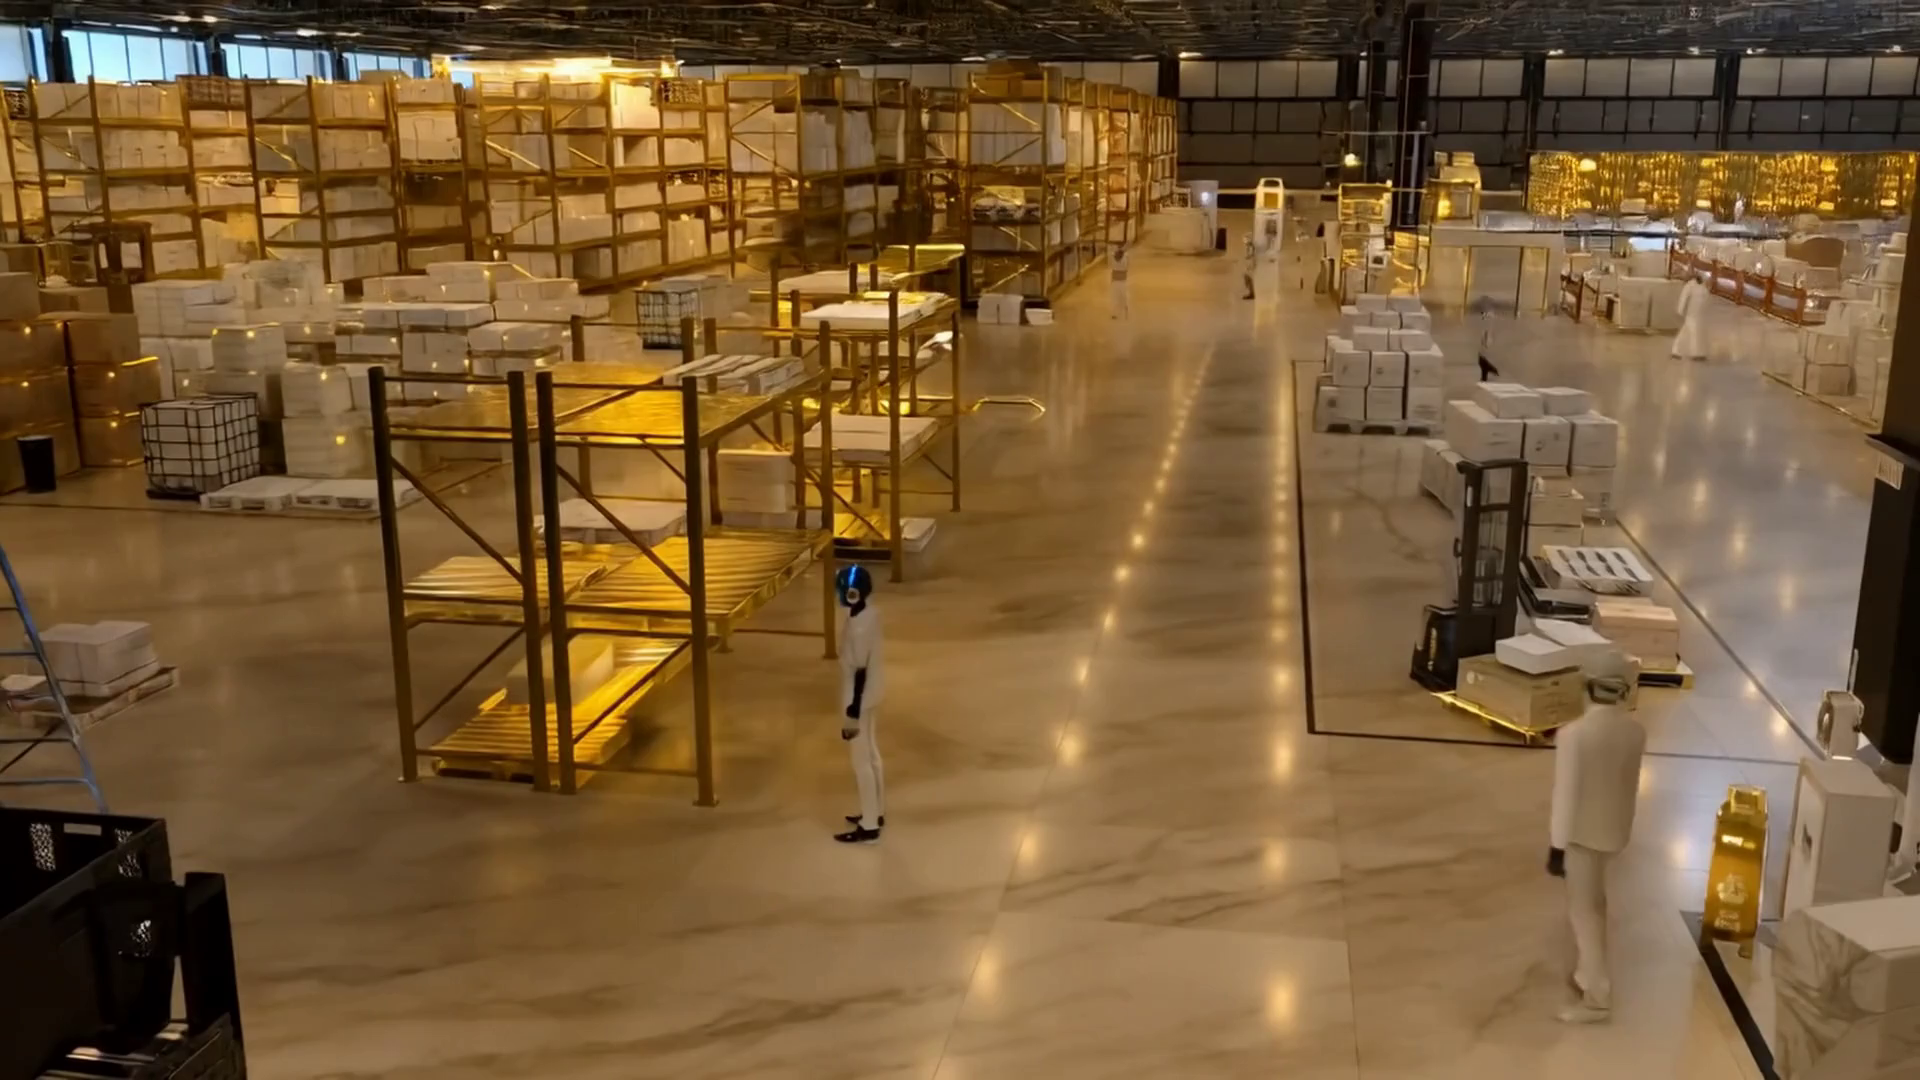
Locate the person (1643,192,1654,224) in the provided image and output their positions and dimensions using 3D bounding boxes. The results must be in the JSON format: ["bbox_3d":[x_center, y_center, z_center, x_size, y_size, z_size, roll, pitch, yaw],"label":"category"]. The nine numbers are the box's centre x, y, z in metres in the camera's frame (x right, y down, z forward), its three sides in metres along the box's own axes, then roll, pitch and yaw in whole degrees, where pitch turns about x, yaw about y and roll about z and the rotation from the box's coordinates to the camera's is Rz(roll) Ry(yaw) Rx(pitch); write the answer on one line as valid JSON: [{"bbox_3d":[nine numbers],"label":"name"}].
[{"bbox_3d":[33.427,-16.067,80.690,0.776,1.802,0.587,-2,14,-7],"label":"person"}]

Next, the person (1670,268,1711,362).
[{"bbox_3d":[14.930,-4.568,33.794,0.655,1.883,0.944,-9,17,-33],"label":"person"}]

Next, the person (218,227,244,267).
[{"bbox_3d":[-21.245,-8.173,48.500,0.656,1.859,0.991,-4,14,-17],"label":"person"}]

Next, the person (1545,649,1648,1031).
[{"bbox_3d":[3.372,1.572,8.766,0.686,1.949,0.584,-9,16,-31],"label":"person"}]

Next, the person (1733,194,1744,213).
[{"bbox_3d":[33.947,-14.143,72.631,0.406,1.906,0.654,3,14,10],"label":"person"}]

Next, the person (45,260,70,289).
[{"bbox_3d":[-18.667,-4.788,34.467,0.395,1.990,0.625,3,14,10],"label":"person"}]

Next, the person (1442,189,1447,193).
[{"bbox_3d":[24.249,-16.676,83.264,0.741,1.730,0.565,-6,15,-23],"label":"person"}]

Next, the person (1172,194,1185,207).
[{"bbox_3d":[9.971,-14.991,76.332,0.716,1.782,0.450,-2,14,-7],"label":"person"}]

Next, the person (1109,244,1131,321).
[{"bbox_3d":[3.960,-6.397,41.206,0.591,1.893,0.866,5,15,21],"label":"person"}]

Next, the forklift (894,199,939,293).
[{"bbox_3d":[-1.258,-7.708,44.499,1.129,2.768,1.873,3,14,10],"label":"forklift"}]

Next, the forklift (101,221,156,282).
[{"bbox_3d":[-16.772,-5.071,33.793,1.129,2.768,1.873,3,14,10],"label":"forklift"}]

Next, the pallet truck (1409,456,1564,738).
[{"bbox_3d":[4.504,0.400,13.395,0.823,1.965,1.885,-6,15,-23],"label":"pallet truck"}]

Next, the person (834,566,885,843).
[{"bbox_3d":[-0.669,1.077,10.921,0.312,1.865,0.537,3,14,10],"label":"person"}]

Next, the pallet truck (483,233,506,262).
[{"bbox_3d":[-11.832,-7.026,43.548,1.885,1.965,0.823,8,16,28],"label":"pallet truck"}]

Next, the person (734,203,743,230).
[{"bbox_3d":[-8.585,-12.257,65.054,0.782,1.877,0.645,3,14,10],"label":"person"}]

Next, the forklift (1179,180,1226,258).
[{"bbox_3d":[9.039,-11.870,61.394,1.129,2.768,1.873,9,16,31],"label":"forklift"}]

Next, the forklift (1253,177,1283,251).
[{"bbox_3d":[12.083,-12.747,64.956,1.129,2.768,1.873,3,14,10],"label":"forklift"}]

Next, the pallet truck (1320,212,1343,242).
[{"bbox_3d":[15.874,-13.227,70.310,0.680,1.201,1.601,10,17,35],"label":"pallet truck"}]

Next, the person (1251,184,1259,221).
[{"bbox_3d":[15.421,-17.559,86.559,0.667,1.878,0.435,-12,18,-41],"label":"person"}]

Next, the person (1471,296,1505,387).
[{"bbox_3d":[9.626,-3.587,30.228,0.471,1.687,0.538,3,14,14],"label":"person"}]

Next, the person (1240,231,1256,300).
[{"bbox_3d":[8.011,-7.596,46.055,0.606,1.897,0.633,-2,14,-9],"label":"person"}]

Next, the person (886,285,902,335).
[{"bbox_3d":[-1.381,-5.078,35.783,0.805,1.938,0.610,10,17,34],"label":"person"}]

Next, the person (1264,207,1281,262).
[{"bbox_3d":[11.188,-10.925,59.497,0.640,1.936,0.439,12,19,41],"label":"person"}]
